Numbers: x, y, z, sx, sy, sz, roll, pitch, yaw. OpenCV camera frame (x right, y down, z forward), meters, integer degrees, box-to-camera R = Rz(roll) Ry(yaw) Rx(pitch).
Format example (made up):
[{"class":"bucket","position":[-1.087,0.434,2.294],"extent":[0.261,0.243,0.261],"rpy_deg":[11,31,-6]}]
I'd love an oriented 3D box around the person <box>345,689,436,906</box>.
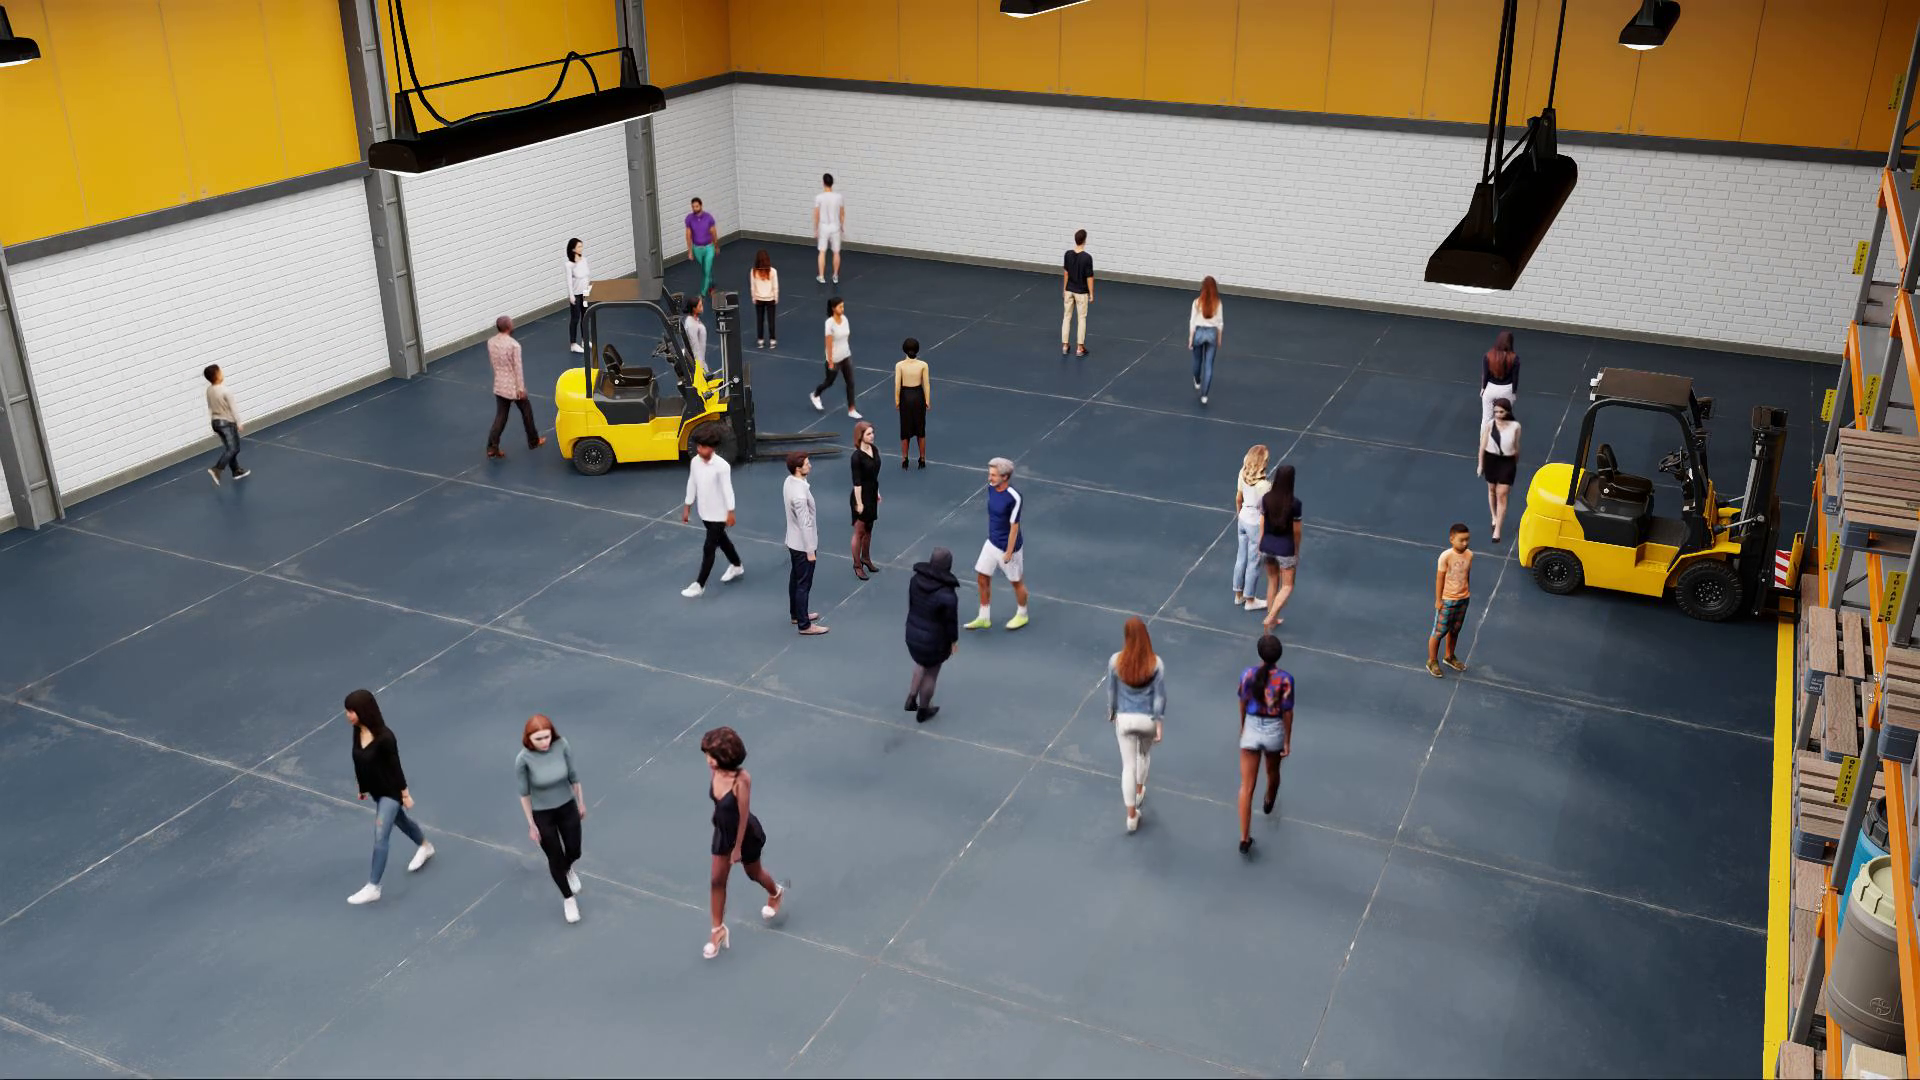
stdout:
[{"class":"person","position":[-4.197,1.813,12.288],"extent":[0.657,1.600,1.080],"rpy_deg":[13,27,27]}]

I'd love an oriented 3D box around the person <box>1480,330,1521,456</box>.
[{"class":"person","position":[6.677,-1.822,20.594],"extent":[0.586,1.608,0.523],"rpy_deg":[10,26,22]}]

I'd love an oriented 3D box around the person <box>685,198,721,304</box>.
[{"class":"person","position":[-4.152,-4.745,27.175],"extent":[0.873,1.691,1.275],"rpy_deg":[2,24,3]}]

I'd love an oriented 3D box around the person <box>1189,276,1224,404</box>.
[{"class":"person","position":[3.318,-2.667,22.437],"extent":[0.808,1.679,1.205],"rpy_deg":[4,24,9]}]

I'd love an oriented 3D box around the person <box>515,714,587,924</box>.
[{"class":"person","position":[-2.930,1.929,11.871],"extent":[0.837,1.721,0.885],"rpy_deg":[-14,27,-30]}]

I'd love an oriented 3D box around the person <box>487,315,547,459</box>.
[{"class":"person","position":[-5.592,-1.843,20.426],"extent":[0.686,1.780,1.142],"rpy_deg":[11,26,23]}]

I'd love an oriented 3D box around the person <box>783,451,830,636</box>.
[{"class":"person","position":[-1.542,0.004,16.111],"extent":[0.816,1.853,0.755],"rpy_deg":[-8,25,-18]}]

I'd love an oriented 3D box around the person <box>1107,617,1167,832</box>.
[{"class":"person","position":[1.388,1.485,12.981],"extent":[0.764,1.645,0.962],"rpy_deg":[7,25,16]}]

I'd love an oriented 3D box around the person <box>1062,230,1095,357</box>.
[{"class":"person","position":[1.711,-3.634,24.436],"extent":[0.638,1.851,0.538],"rpy_deg":[12,26,25]}]

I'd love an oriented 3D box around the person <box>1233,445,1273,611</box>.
[{"class":"person","position":[2.916,-0.133,16.582],"extent":[0.742,1.727,0.712],"rpy_deg":[-12,26,-26]}]

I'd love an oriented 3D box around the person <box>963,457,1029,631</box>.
[{"class":"person","position":[0.495,0.028,16.115],"extent":[1.025,1.806,0.893],"rpy_deg":[-20,31,-39]}]

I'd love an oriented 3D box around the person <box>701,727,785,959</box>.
[{"class":"person","position":[-1.485,2.047,11.569],"extent":[0.659,1.746,1.032],"rpy_deg":[17,29,34]}]

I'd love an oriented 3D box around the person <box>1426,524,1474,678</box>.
[{"class":"person","position":[4.550,0.533,15.389],"extent":[0.591,1.461,0.661],"rpy_deg":[-10,26,-22]}]

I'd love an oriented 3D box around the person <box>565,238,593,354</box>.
[{"class":"person","position":[-5.652,-3.640,24.640],"extent":[0.669,1.697,0.473],"rpy_deg":[12,26,25]}]

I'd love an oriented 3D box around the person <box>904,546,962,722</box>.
[{"class":"person","position":[-0.314,0.861,14.399],"extent":[0.793,1.654,0.801],"rpy_deg":[18,29,35]}]

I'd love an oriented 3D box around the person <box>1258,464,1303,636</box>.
[{"class":"person","position":[3.024,0.140,15.927],"extent":[0.638,1.751,0.901],"rpy_deg":[14,27,29]}]

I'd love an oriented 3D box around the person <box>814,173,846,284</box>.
[{"class":"person","position":[-2.192,-5.274,28.185],"extent":[0.807,1.852,0.851],"rpy_deg":[-6,24,-14]}]

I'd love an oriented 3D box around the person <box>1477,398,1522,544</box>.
[{"class":"person","position":[5.951,-0.808,18.273],"extent":[0.547,1.609,0.851],"rpy_deg":[7,24,15]}]

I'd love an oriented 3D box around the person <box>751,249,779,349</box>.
[{"class":"person","position":[-2.916,-3.602,24.822],"extent":[0.624,1.483,0.612],"rpy_deg":[3,24,6]}]

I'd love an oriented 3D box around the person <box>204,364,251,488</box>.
[{"class":"person","position":[-8.747,-1.334,19.678],"extent":[0.545,1.447,0.853],"rpy_deg":[10,26,22]}]

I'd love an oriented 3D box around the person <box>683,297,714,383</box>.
[{"class":"person","position":[-3.518,-2.313,21.574],"extent":[0.880,1.722,0.807],"rpy_deg":[-3,24,-8]}]

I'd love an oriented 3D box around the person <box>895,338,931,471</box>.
[{"class":"person","position":[-0.583,-1.652,20.147],"extent":[0.665,1.653,0.679],"rpy_deg":[-1,24,-3]}]

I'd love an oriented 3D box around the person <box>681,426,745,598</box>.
[{"class":"person","position":[-2.461,-0.320,16.973],"extent":[0.829,1.756,1.196],"rpy_deg":[18,29,35]}]

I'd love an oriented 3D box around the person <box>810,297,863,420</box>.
[{"class":"person","position":[-1.679,-2.393,21.926],"extent":[0.846,1.586,1.080],"rpy_deg":[20,30,38]}]

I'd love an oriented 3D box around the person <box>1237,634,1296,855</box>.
[{"class":"person","position":[2.288,1.576,12.712],"extent":[0.703,1.694,1.197],"rpy_deg":[8,25,18]}]

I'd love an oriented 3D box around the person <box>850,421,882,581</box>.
[{"class":"person","position":[-0.995,-0.427,17.279],"extent":[0.651,1.706,0.438],"rpy_deg":[12,26,25]}]
